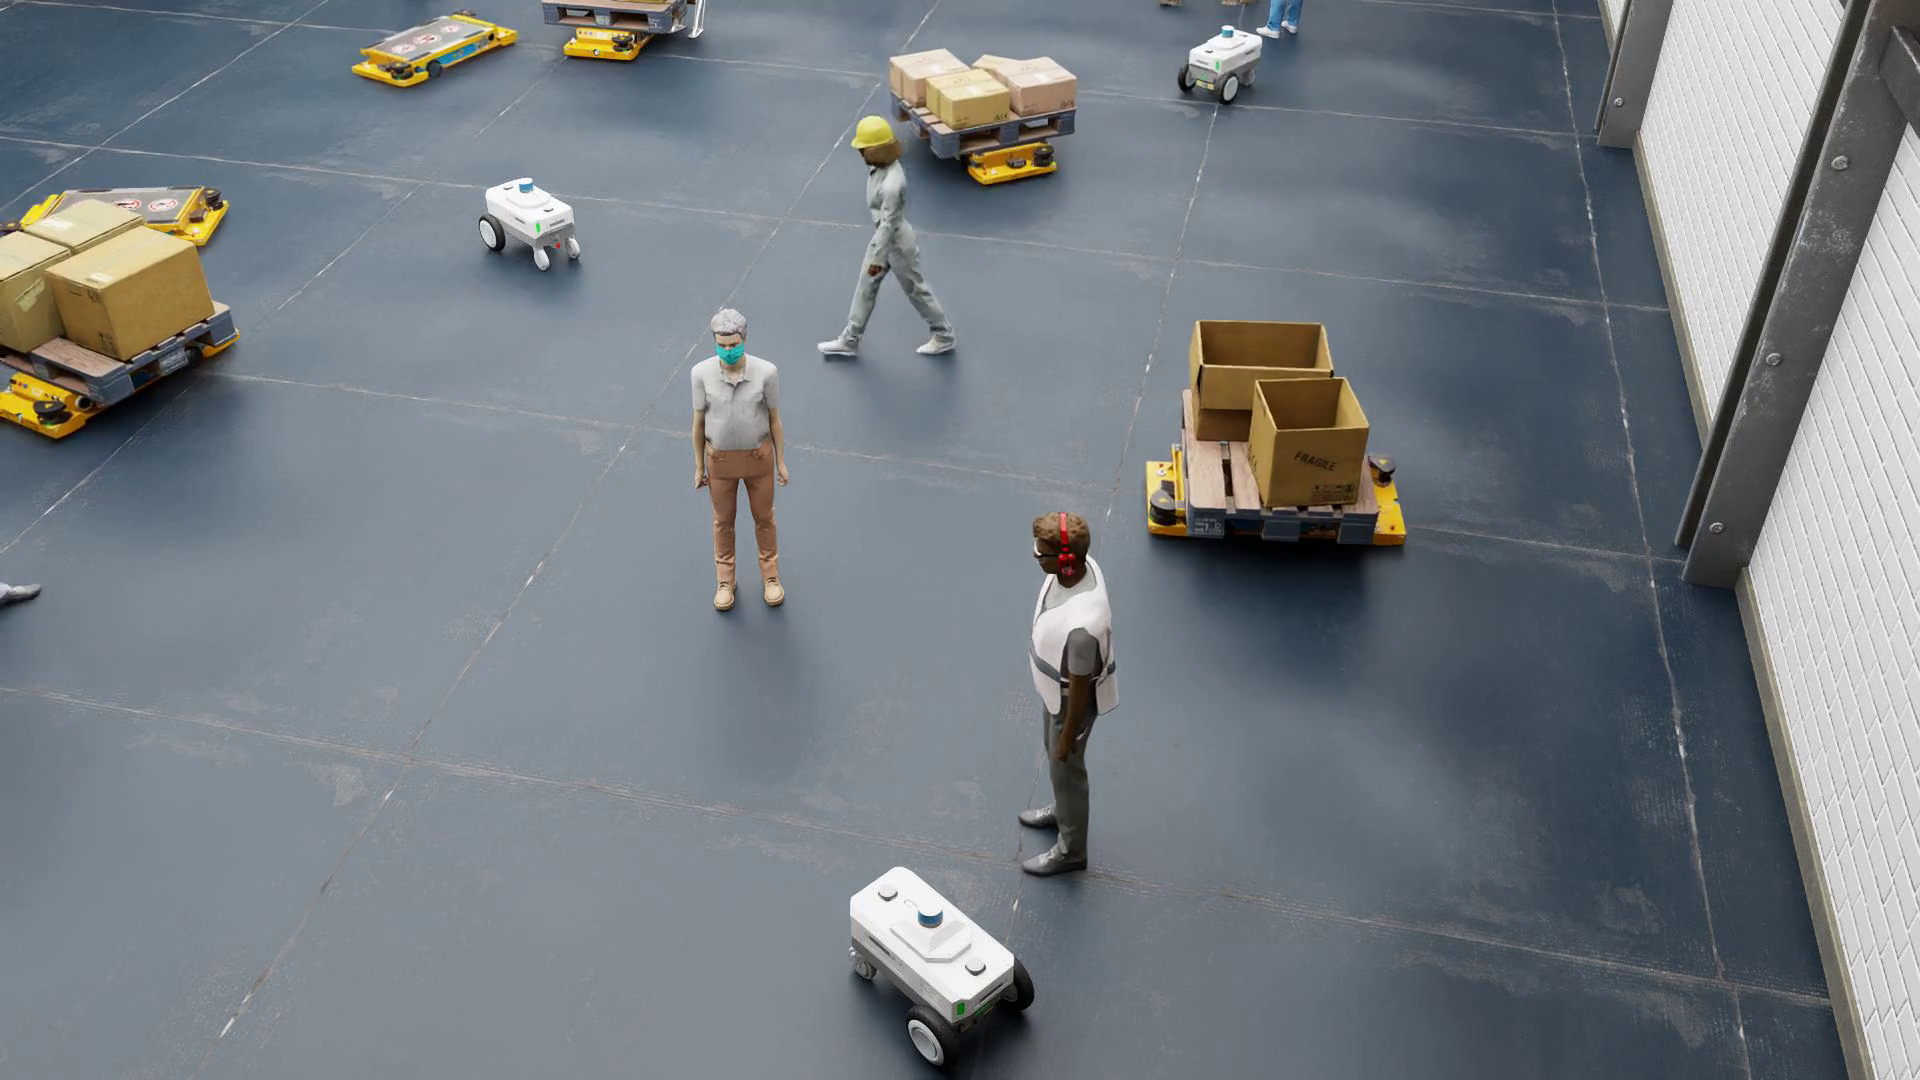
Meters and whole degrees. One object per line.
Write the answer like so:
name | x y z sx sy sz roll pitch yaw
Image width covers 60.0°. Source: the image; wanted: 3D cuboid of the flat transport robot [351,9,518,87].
flat transport robot | -4.815 -4.518 15.265 0.659 0.231 1.431 20 41 25

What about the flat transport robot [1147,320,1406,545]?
flat transport robot | 1.800 -0.261 9.569 1.431 0.231 0.659 3 37 3

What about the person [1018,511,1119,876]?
person | 0.460 0.651 7.044 0.403 1.832 0.568 -2 37 -3

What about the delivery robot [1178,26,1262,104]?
delivery robot | 2.301 -4.201 14.600 0.523 0.593 0.765 29 46 33

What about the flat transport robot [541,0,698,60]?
flat transport robot | -3.175 -4.906 15.784 0.659 0.231 1.431 8 37 10

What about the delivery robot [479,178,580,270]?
delivery robot | -3.132 -2.355 12.112 0.747 0.572 0.499 31 46 34

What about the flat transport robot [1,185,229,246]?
flat transport robot | -6.295 -2.387 12.413 1.431 0.231 0.659 -3 37 -3

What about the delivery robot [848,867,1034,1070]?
delivery robot | -0.102 1.697 6.725 0.499 0.614 0.815 -30 46 -33

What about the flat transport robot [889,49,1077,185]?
flat transport robot | 0.183 -3.310 13.648 0.659 0.231 1.431 -16 40 -20

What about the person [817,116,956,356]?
person | -0.442 -1.897 10.570 0.915 1.678 0.486 -9 38 -12

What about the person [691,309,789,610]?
person | -1.124 -0.407 8.527 0.482 1.748 0.320 -4 37 -5

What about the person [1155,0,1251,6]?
person | 2.443 -6.030 15.991 1.014 1.823 0.584 -8 38 -11

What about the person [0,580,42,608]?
person | -5.346 -0.260 8.279 0.834 1.809 0.598 -21 42 -26

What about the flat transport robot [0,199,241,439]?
flat transport robot | -5.457 -1.144 10.750 0.659 0.231 1.431 19 41 23

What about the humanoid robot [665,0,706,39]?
humanoid robot | -2.523 -5.471 15.202 0.533 1.677 0.735 17 40 21

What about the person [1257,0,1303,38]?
person | 3.065 -5.534 15.402 0.496 1.730 0.365 -22 42 -26
